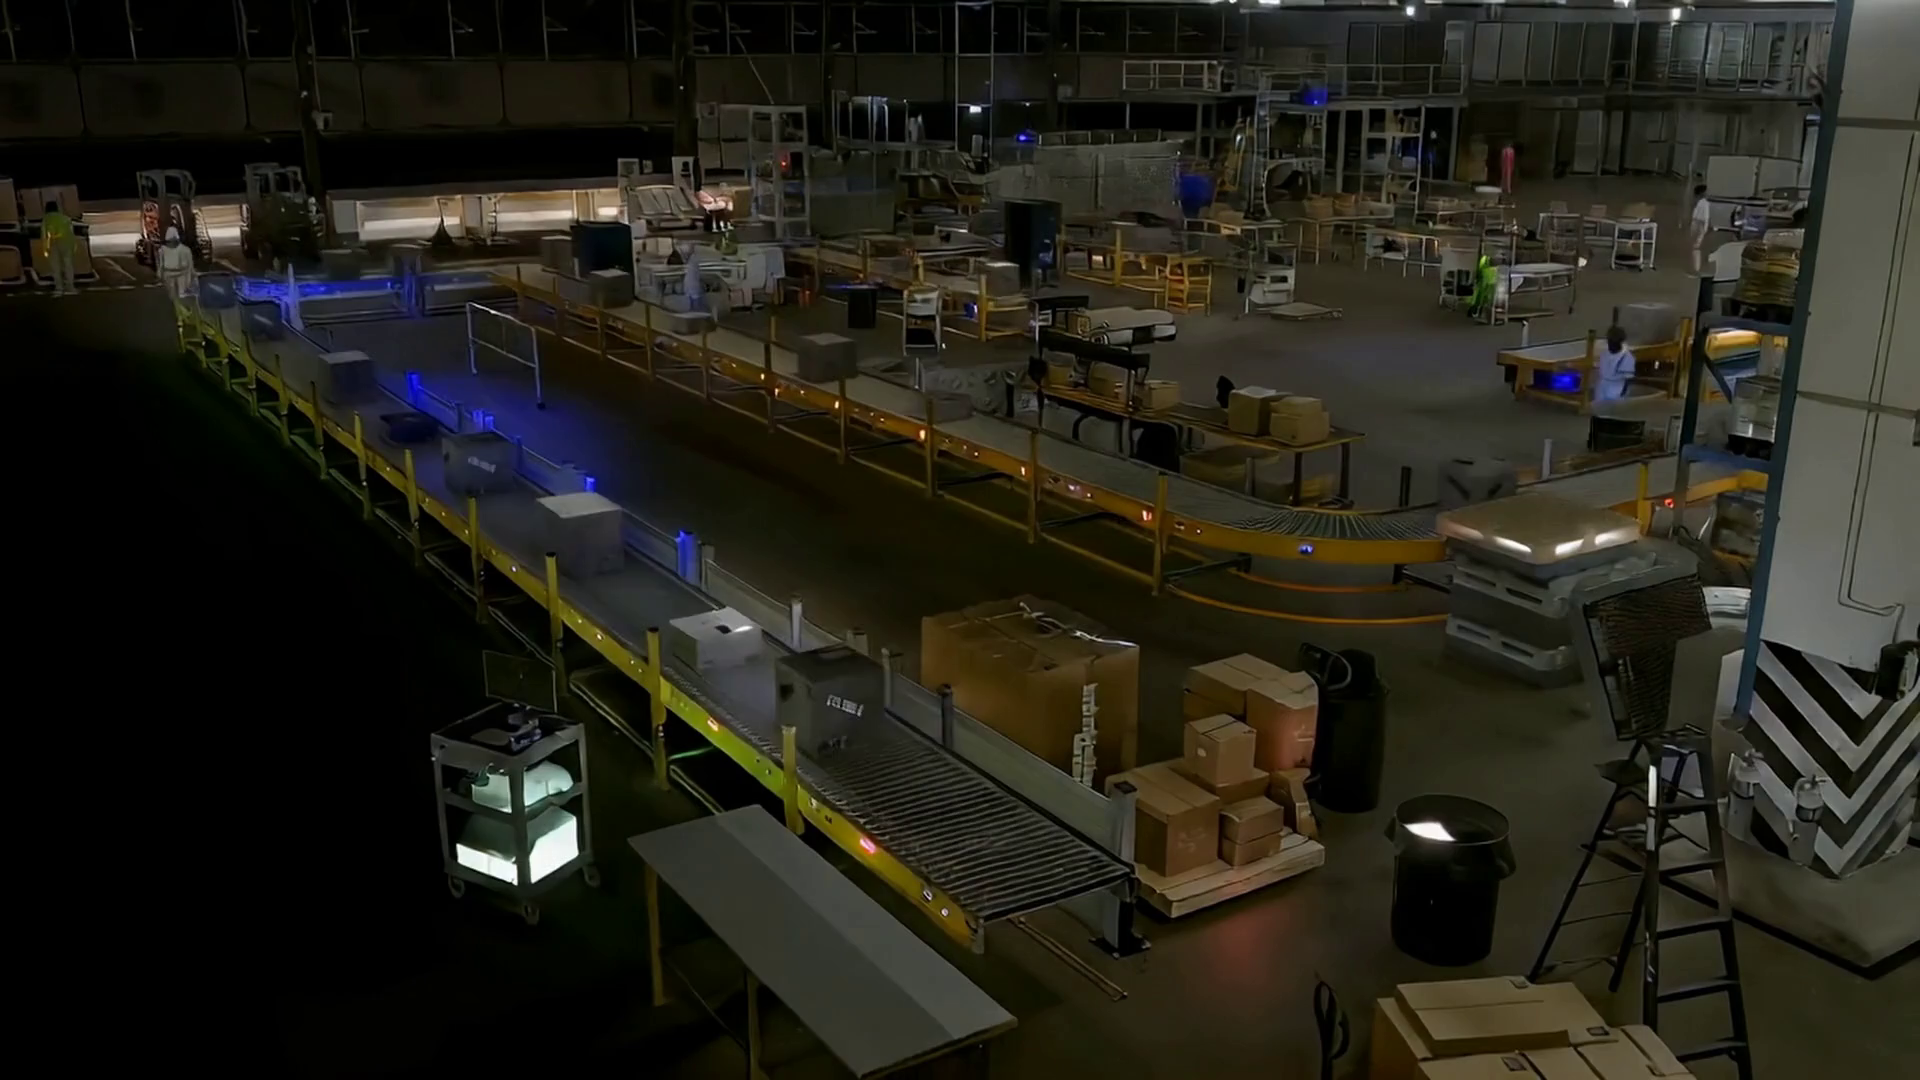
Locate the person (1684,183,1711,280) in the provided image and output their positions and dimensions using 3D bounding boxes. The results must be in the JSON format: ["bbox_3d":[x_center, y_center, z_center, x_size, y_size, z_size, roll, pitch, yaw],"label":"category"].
[{"bbox_3d":[15.826,-6.620,35.677,0.394,2.040,0.613,7,18,23],"label":"person"}]

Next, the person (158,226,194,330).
[{"bbox_3d":[-13.948,-4.692,29.657,0.603,1.808,0.705,1,17,4],"label":"person"}]

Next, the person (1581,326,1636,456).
[{"bbox_3d":[7.973,-1.779,20.221,0.860,1.656,0.531,-10,20,-31],"label":"person"}]

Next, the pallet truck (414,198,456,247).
[{"bbox_3d":[-13.250,-8.060,41.856,0.680,1.201,1.601,-10,20,-31],"label":"pallet truck"}]

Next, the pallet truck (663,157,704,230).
[{"bbox_3d":[-7.586,-9.308,44.692,0.823,1.965,1.885,-11,20,-33],"label":"pallet truck"}]

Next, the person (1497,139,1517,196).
[{"bbox_3d":[18.018,-12.226,54.663,0.597,1.838,0.931,-7,18,-22],"label":"person"}]

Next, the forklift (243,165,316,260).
[{"bbox_3d":[-15.898,-7.669,38.708,1.157,1.987,2.680,-11,20,-33],"label":"forklift"}]

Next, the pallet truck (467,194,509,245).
[{"bbox_3d":[-11.983,-8.177,42.137,0.704,1.261,1.522,-11,20,-33],"label":"pallet truck"}]

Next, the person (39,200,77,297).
[{"bbox_3d":[-18.046,-5.832,33.273,0.408,1.911,0.651,12,21,35],"label":"person"}]

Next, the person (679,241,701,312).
[{"bbox_3d":[-4.488,-4.098,27.755,0.330,1.765,0.533,-4,17,-13],"label":"person"}]

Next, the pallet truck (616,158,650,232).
[{"bbox_3d":[-8.918,-9.176,44.255,0.823,1.965,1.885,-9,19,-27],"label":"pallet truck"}]

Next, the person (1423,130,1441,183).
[{"bbox_3d":[16.917,-13.745,59.621,0.411,1.887,0.679,-8,19,-26],"label":"person"}]

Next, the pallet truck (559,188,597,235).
[{"bbox_3d":[-10.010,-8.652,43.699,0.653,1.274,1.630,-10,20,-31],"label":"pallet truck"}]

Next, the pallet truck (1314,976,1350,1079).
[{"bbox_3d":[2.299,2.390,7.086,1.601,1.201,0.680,-2,17,-7],"label":"pallet truck"}]

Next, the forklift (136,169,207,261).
[{"bbox_3d":[-17.842,-7.318,37.559,1.157,1.987,2.680,-10,20,-31],"label":"forklift"}]

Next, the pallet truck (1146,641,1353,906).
[{"bbox_3d":[1.664,1.407,10.232,1.630,1.274,0.653,-10,20,-31],"label":"pallet truck"}]
